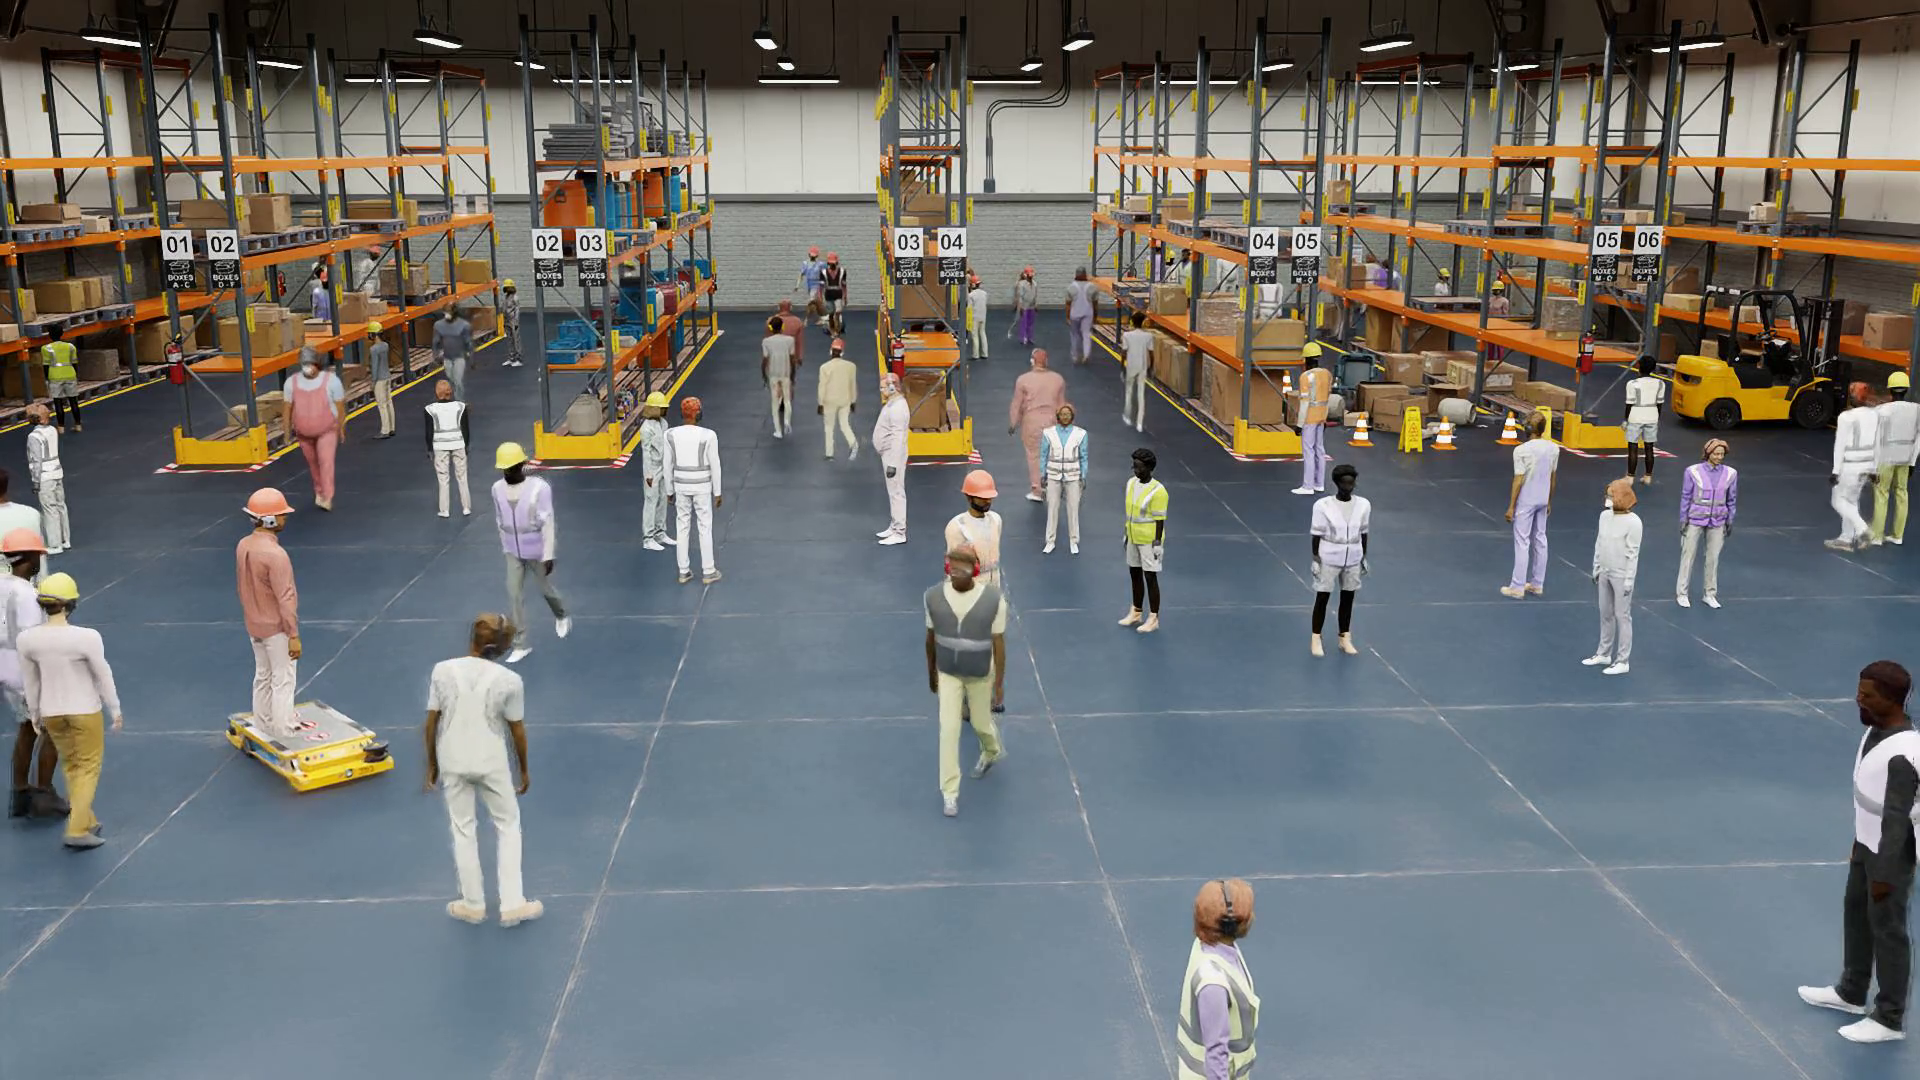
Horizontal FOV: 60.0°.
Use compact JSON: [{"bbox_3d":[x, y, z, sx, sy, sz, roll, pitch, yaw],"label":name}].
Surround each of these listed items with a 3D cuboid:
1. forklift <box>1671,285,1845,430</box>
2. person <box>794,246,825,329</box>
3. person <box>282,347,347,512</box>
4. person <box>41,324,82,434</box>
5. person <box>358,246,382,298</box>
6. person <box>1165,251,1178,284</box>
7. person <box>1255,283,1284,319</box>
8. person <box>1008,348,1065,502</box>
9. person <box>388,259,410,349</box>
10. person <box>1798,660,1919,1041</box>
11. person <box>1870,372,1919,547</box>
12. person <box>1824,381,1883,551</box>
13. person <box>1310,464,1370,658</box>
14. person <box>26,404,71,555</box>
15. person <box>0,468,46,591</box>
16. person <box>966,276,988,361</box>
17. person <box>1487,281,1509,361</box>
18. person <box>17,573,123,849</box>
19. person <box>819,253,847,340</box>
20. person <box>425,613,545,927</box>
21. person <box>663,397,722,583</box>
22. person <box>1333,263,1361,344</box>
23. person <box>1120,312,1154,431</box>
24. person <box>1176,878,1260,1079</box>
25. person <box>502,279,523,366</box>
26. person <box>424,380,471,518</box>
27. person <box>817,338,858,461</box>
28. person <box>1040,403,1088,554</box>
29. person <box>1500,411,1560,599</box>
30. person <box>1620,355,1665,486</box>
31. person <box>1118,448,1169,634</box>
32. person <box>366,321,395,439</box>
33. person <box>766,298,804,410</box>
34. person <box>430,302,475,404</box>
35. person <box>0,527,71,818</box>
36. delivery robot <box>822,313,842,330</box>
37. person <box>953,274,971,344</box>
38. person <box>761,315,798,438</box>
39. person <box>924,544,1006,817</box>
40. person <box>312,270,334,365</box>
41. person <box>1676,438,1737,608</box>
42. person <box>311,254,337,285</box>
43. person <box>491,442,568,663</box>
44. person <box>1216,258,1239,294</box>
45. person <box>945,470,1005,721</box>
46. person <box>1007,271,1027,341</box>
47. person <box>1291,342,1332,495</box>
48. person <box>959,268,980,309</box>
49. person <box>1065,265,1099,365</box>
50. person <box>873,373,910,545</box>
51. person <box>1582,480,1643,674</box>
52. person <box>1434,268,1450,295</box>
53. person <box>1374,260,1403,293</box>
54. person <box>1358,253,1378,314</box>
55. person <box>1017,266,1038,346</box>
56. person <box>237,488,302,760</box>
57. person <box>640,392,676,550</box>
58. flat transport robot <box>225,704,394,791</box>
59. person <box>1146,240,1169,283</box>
[{"bbox_3d":[12.503,-2.886,26.166,2.313,2.155,1.214,-1,13,-3],"label":"forklift"},{"bbox_3d":[-3.585,-6.167,40.531,0.703,1.986,1.057,10,17,36],"label":"person"},{"bbox_3d":[-7.808,-1.380,20.116,0.693,2.000,1.030,-1,13,-4],"label":"person"},{"bbox_3d":[-13.749,-2.466,25.472,0.324,1.688,0.530,9,16,33],"label":"person"},{"bbox_3d":[-14.316,-6.141,40.401,0.734,1.981,0.637,1,13,6],"label":"person"},{"bbox_3d":[5.000,-5.900,39.504,0.373,1.928,0.584,1,13,5],"label":"person"},{"bbox_3d":[6.481,-4.773,34.958,0.592,1.828,1.014,4,14,15],"label":"person"},{"bbox_3d":[0.934,-1.441,20.717,0.659,1.885,0.690,-6,14,-23],"label":"person"},{"bbox_3d":[-11.983,-4.973,35.432,0.622,1.993,0.382,-1,13,-5],"label":"person"},{"bbox_3d":[4.482,1.518,8.157,0.508,1.902,0.588,4,14,17],"label":"person"},{"bbox_3d":[10.218,-0.882,18.256,0.588,1.923,0.383,-1,13,-3],"label":"person"},{"bbox_3d":[9.666,-0.762,17.865,0.602,1.869,0.587,-6,14,-23],"label":"person"},{"bbox_3d":[3.254,0.174,14.265,0.540,1.696,0.317,-2,14,-10],"label":"person"},{"bbox_3d":[-9.832,-0.659,17.910,0.308,1.645,0.516,-1,13,-5],"label":"person"},{"bbox_3d":[-7.463,0.364,13.037,0.667,1.898,0.614,9,16,34],"label":"person"},{"bbox_3d":[0.325,-4.572,34.294,0.385,1.739,0.580,12,18,42],"label":"person"},{"bbox_3d":[10.511,-4.197,32.638,0.309,1.769,0.524,-7,15,-28],"label":"person"},{"bbox_3d":[-5.520,1.069,10.356,0.542,1.758,0.462,0,13,1],"label":"person"},{"bbox_3d":[-2.869,-5.489,37.636,0.627,1.997,1.054,0,13,-2],"label":"person"},{"bbox_3d":[-2.666,1.302,9.281,0.626,1.808,0.361,-2,13,-8],"label":"person"},{"bbox_3d":[-2.677,-0.499,16.715,0.584,1.882,0.337,2,13,10],"label":"person"},{"bbox_3d":[8.680,-5.273,37.141,0.460,1.790,0.613,-9,16,-32],"label":"person"},{"bbox_3d":[2.759,-2.646,25.961,0.559,1.813,0.985,0,13,-1],"label":"person"},{"bbox_3d":[0.979,2.067,6.373,0.306,1.637,0.524,2,13,8],"label":"person"},{"bbox_3d":[-9.019,-4.358,33.371,0.487,1.742,0.304,12,18,41],"label":"person"},{"bbox_3d":[-6.050,-1.076,19.681,0.513,1.642,0.313,-6,15,-26],"label":"person"},{"bbox_3d":[-1.672,-1.931,23.128,0.591,1.721,0.670,-8,15,-30],"label":"person"},{"bbox_3d":[1.118,-0.666,17.938,0.521,1.645,0.306,2,13,9],"label":"person"},{"bbox_3d":[5.532,-0.344,16.145,0.508,1.847,0.345,-5,14,-21],"label":"person"},{"bbox_3d":[8.826,-1.541,21.531,0.541,1.696,0.315,-2,13,-9],"label":"person"},{"bbox_3d":[1.666,-0.002,15.034,0.319,1.691,0.537,-8,15,-30],"label":"person"},{"bbox_3d":[-8.740,-2.404,25.043,0.308,1.769,0.524,1,13,3],"label":"person"},{"bbox_3d":[-2.891,-3.058,27.553,0.654,1.884,0.643,-4,14,-15],"label":"person"},{"bbox_3d":[-8.146,-2.853,26.646,0.639,1.906,0.795,3,14,11],"label":"person"},{"bbox_3d":[-6.103,0.867,10.910,0.591,1.891,0.517,11,17,39],"label":"person"},{"bbox_3d":[-3.008,-5.166,39.134,0.477,0.478,0.707,2,13,9],"label":"delivery robot"},{"bbox_3d":[0.005,-5.322,37.180,0.532,1.871,0.319,2,13,9],"label":"person"},{"bbox_3d":[-2.726,-2.458,25.087,0.550,1.851,0.431,-4,14,-15],"label":"person"},{"bbox_3d":[0.052,0.864,11.104,0.568,1.816,0.807,3,14,12],"label":"person"},{"bbox_3d":[-12.837,-4.534,33.778,0.549,1.907,0.861,-4,14,-15],"label":"person"},{"bbox_3d":[7.095,-0.158,15.820,0.514,1.634,0.313,1,13,4],"label":"person"},{"bbox_3d":[-15.667,-6.191,41.006,0.628,1.801,0.615,-2,13,-9],"label":"person"},{"bbox_3d":[-3.719,0.049,14.394,0.601,1.887,0.881,3,14,11],"label":"person"},{"bbox_3d":[6.798,-6.507,42.128,0.643,1.905,0.399,-6,15,-24],"label":"person"},{"bbox_3d":[0.145,0.414,12.735,0.359,1.936,0.552,13,18,43],"label":"person"},{"bbox_3d":[1.380,-5.304,37.631,0.548,1.617,0.499,-13,18,-43],"label":"person"},{"bbox_3d":[4.426,-1.527,20.984,0.594,1.922,0.379,-12,18,-42],"label":"person"},{"bbox_3d":[0.207,-5.404,38.032,0.503,1.631,0.282,2,13,6],"label":"person"},{"bbox_3d":[2.464,-4.587,33.699,0.683,2.000,0.964,0,13,-2],"label":"person"},{"bbox_3d":[-0.758,-0.904,18.392,0.410,1.906,0.642,-1,13,-4],"label":"person"},{"bbox_3d":[5.463,0.302,13.874,0.274,1.629,0.499,-4,14,-17],"label":"person"},{"bbox_3d":[10.396,-4.984,35.970,0.330,1.769,0.526,9,16,34],"label":"person"},{"bbox_3d":[9.901,-5.579,38.478,0.661,1.780,0.979,7,15,26],"label":"person"},{"bbox_3d":[10.695,-6.715,43.623,0.545,1.623,0.416,-3,14,-14],"label":"person"},{"bbox_3d":[1.517,-5.179,36.822,0.562,1.752,0.324,-13,18,-43],"label":"person"},{"bbox_3d":[-4.841,0.613,11.770,0.622,1.992,0.396,11,17,40],"label":"person"},{"bbox_3d":[-3.293,-0.758,18.140,0.331,1.734,0.480,4,14,16],"label":"person"},{"bbox_3d":[-4.688,1.445,11.938,0.652,0.197,1.431,-12,18,-41],"label":"flat transport robot"},{"bbox_3d":[4.970,-6.494,41.775,0.607,2.044,0.379,5,14,21],"label":"person"}]
